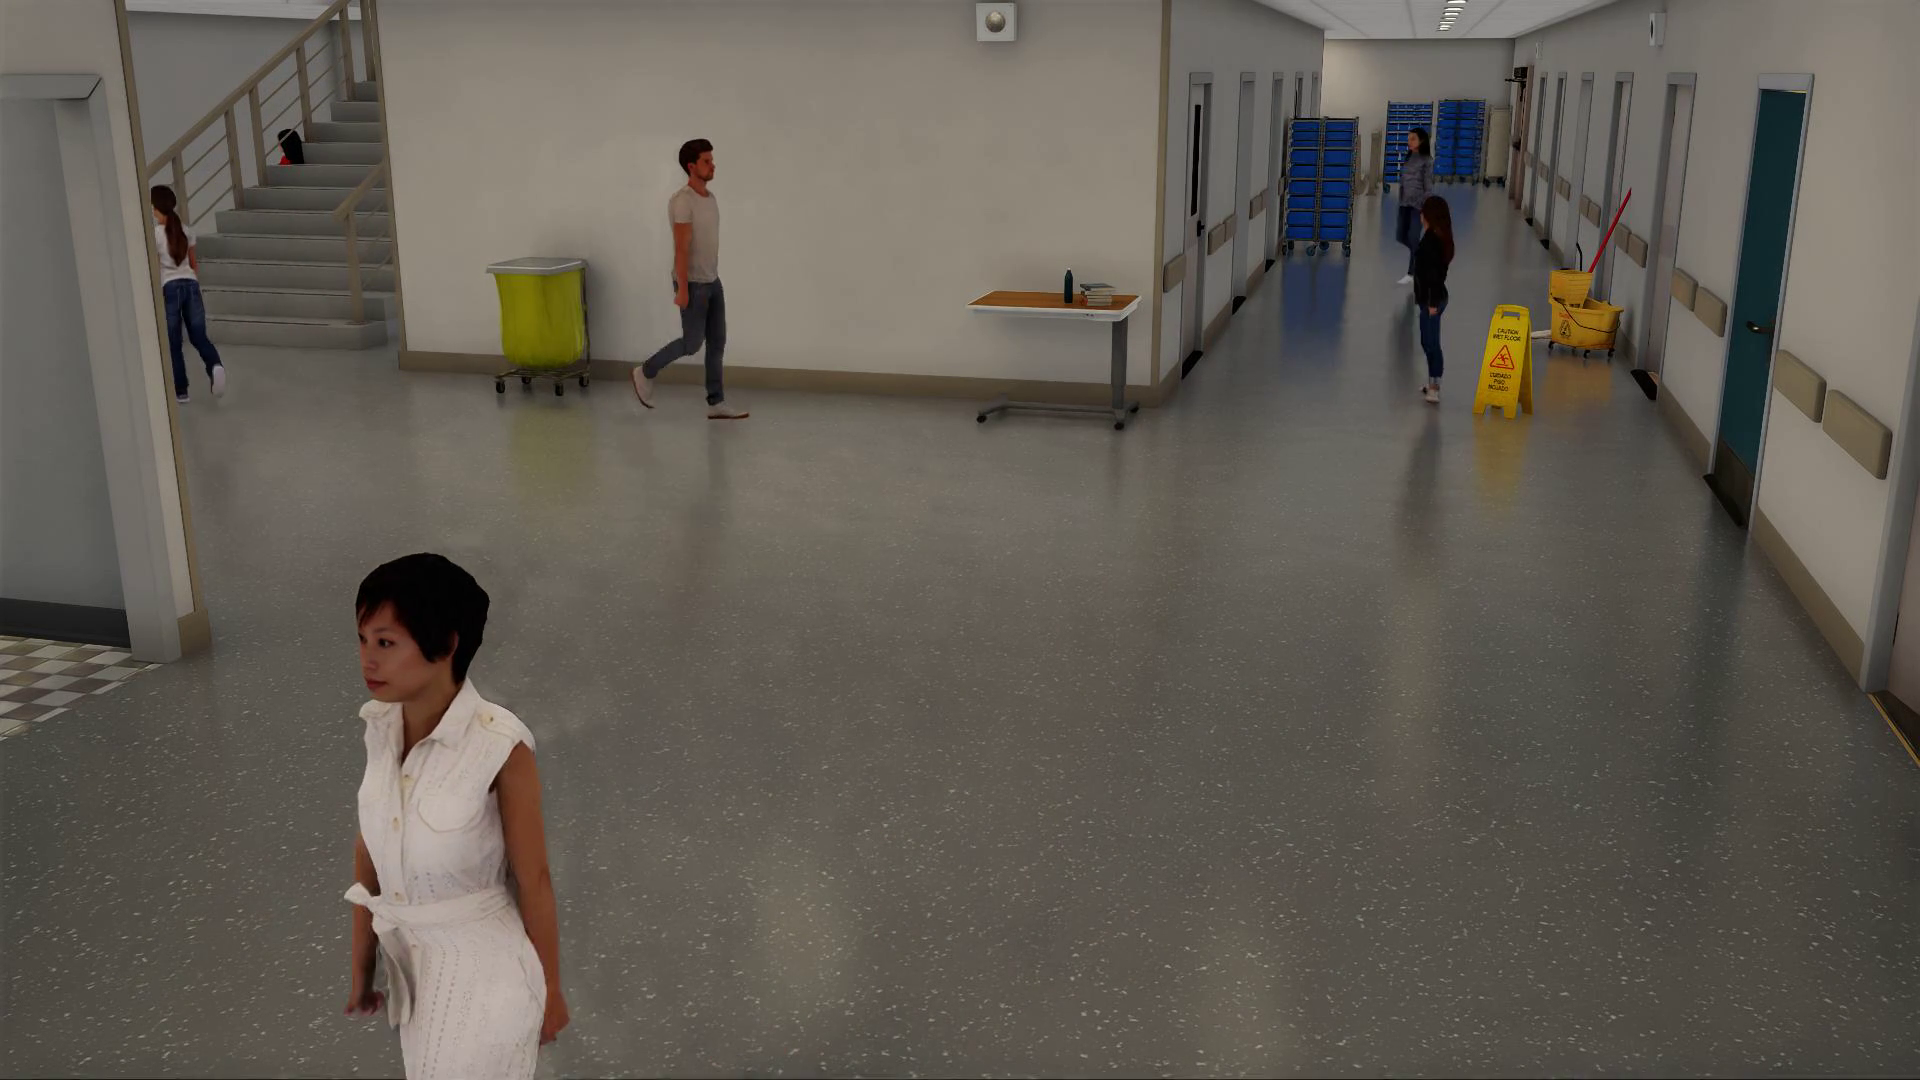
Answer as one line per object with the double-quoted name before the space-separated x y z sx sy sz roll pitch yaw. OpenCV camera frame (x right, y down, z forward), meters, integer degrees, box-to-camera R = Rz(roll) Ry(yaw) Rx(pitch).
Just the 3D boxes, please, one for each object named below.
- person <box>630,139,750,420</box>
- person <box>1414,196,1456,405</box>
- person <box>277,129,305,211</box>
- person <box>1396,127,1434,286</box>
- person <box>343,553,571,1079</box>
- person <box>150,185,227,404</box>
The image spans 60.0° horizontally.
"person" -1.851 -1.729 11.207 0.727 1.876 0.977 5 16 16
"person" 3.408 -1.710 11.902 0.777 1.462 0.458 3 16 9
"person" -6.888 -3.382 17.307 0.692 1.748 0.565 2 16 9
"person" 5.137 -3.707 18.516 0.951 1.717 0.888 -9 18 -28
"person" -0.843 0.755 3.016 0.662 1.540 0.699 10 18 30
"person" -5.503 -1.724 11.797 0.862 1.546 0.931 14 21 40
